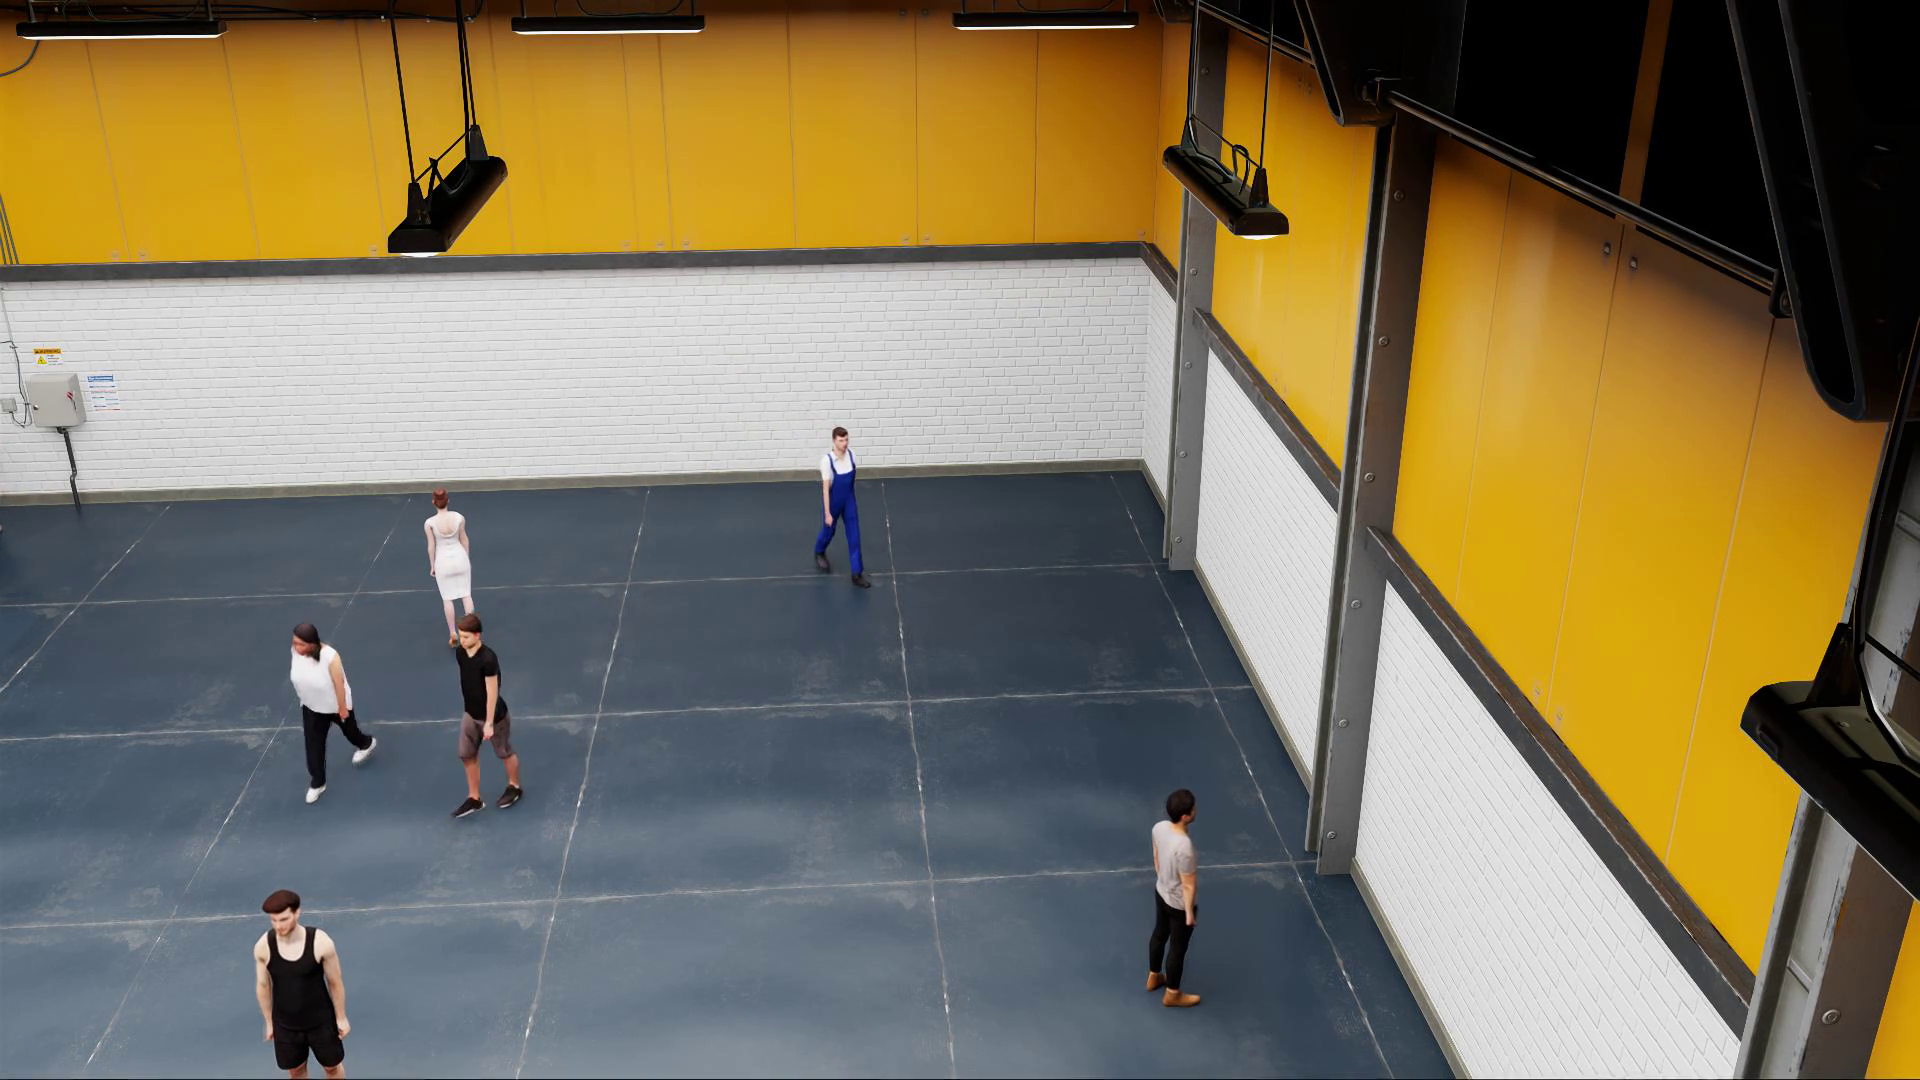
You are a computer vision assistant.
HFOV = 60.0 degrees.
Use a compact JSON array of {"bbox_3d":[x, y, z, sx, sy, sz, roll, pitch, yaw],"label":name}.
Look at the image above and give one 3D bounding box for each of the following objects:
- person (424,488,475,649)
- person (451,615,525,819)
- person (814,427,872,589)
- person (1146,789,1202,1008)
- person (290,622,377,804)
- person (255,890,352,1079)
[{"bbox_3d":[-5.197,0.284,16.993,0.633,1.791,0.595,-10,26,-23],"label":"person"},{"bbox_3d":[-3.994,1.450,14.270,0.954,1.834,1.054,12,26,25],"label":"person"},{"bbox_3d":[-1.397,-0.415,18.574,1.100,1.803,1.358,-15,28,-31],"label":"person"},{"bbox_3d":[1.538,2.541,11.915,0.722,1.722,0.566,-9,25,-21],"label":"person"},{"bbox_3d":[-5.542,1.406,14.630,0.917,1.627,1.231,7,24,15],"label":"person"},{"bbox_3d":[-4.175,3.024,10.598,0.675,1.891,0.578,-3,24,-7],"label":"person"}]
